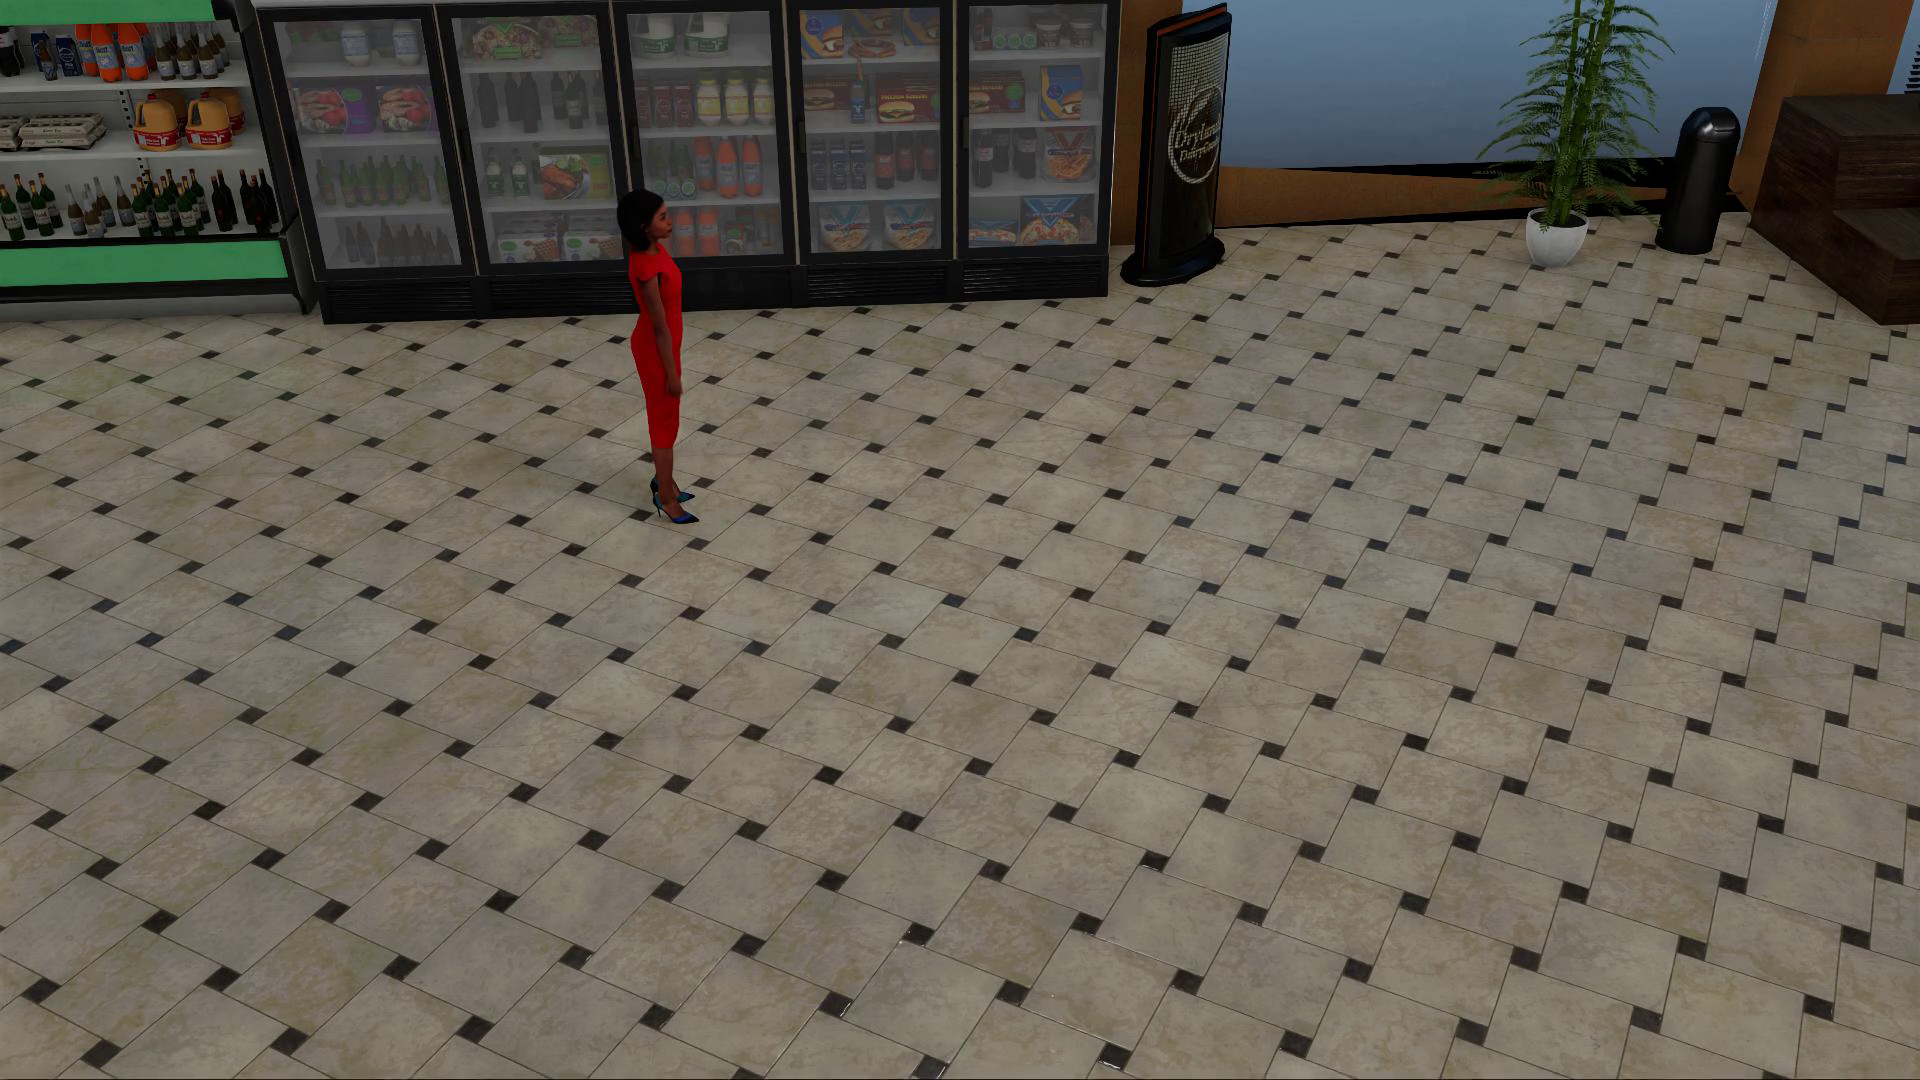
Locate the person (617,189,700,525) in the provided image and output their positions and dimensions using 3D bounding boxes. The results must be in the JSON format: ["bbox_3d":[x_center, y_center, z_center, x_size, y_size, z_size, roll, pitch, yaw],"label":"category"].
[{"bbox_3d":[-1.498,-0.902,8.281,0.511,1.744,0.576,-5,32,-8],"label":"person"}]
